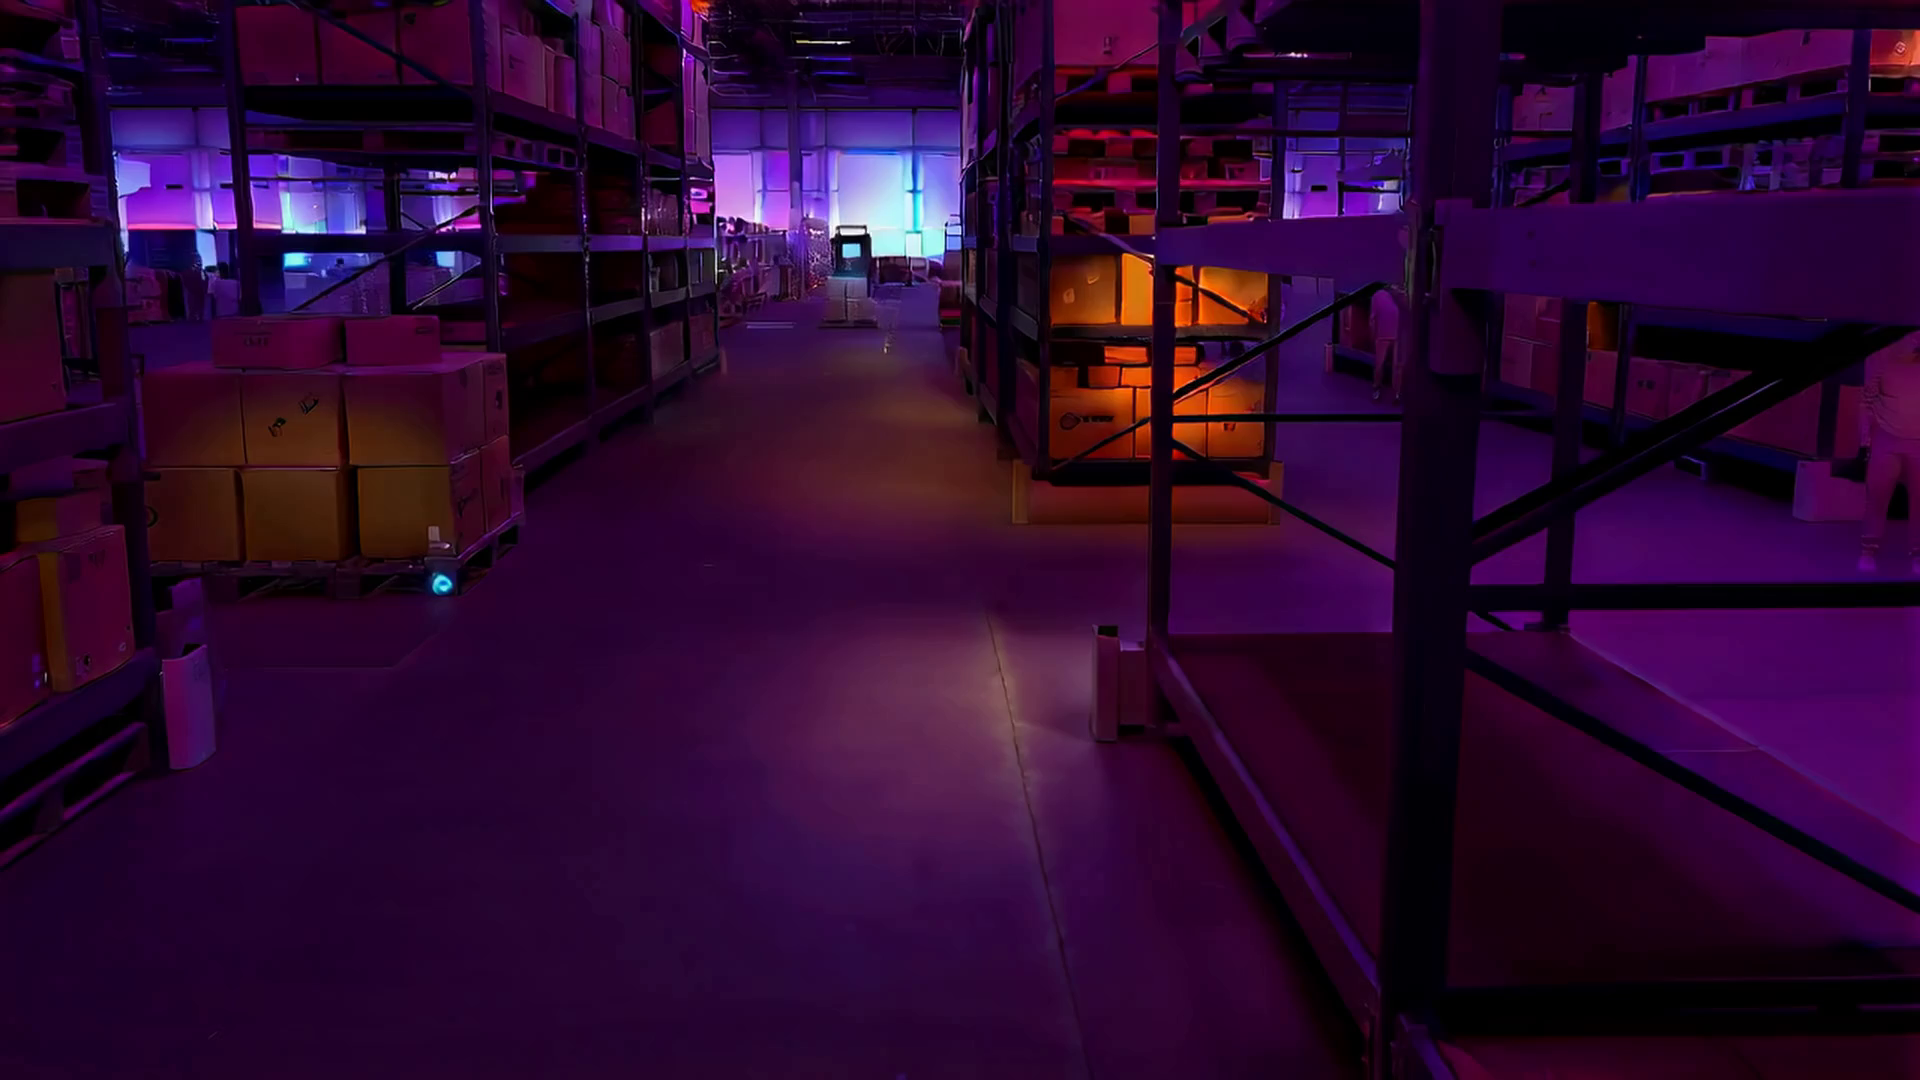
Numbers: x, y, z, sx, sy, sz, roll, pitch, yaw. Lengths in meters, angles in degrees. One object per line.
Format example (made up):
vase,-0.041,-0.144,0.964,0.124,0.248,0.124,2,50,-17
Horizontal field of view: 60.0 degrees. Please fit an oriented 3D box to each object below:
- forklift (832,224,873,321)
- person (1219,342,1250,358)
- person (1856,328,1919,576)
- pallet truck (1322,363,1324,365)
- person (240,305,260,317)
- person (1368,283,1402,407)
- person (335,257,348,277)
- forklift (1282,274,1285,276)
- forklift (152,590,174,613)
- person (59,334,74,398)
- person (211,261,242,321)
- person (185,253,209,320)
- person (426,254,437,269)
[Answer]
forklift,-3.089,-7.639,47.675,1.129,2.768,1.873,0,10,-2
person,5.592,-4.482,33.503,0.821,1.663,0.530,-7,12,-35
person,6.687,-0.694,11.734,0.650,1.899,0.398,5,11,24
pallet truck,7.712,-4.157,30.737,1.885,1.965,0.823,3,11,16
person,-8.230,-1.959,19.467,0.535,1.650,0.900,-6,12,-32
person,6.126,-2.859,23.672,0.631,1.940,0.372,2,10,11
person,-20.300,-8.416,54.925,0.909,1.854,0.611,-3,11,-18
forklift,12.135,-10.836,65.485,1.129,2.768,1.873,0,10,-2
forklift,-5.858,-0.811,9.639,1.873,2.768,1.129,-1,10,-3
person,-9.572,-1.615,17.350,0.560,1.716,0.915,-7,12,-35
person,-14.563,-4.548,33.023,0.451,1.954,0.625,7,12,35
person,-22.825,-7.584,49.710,0.725,2.000,0.548,-1,10,-5
person,-19.514,-9.595,61.360,0.955,1.889,0.582,4,11,21
